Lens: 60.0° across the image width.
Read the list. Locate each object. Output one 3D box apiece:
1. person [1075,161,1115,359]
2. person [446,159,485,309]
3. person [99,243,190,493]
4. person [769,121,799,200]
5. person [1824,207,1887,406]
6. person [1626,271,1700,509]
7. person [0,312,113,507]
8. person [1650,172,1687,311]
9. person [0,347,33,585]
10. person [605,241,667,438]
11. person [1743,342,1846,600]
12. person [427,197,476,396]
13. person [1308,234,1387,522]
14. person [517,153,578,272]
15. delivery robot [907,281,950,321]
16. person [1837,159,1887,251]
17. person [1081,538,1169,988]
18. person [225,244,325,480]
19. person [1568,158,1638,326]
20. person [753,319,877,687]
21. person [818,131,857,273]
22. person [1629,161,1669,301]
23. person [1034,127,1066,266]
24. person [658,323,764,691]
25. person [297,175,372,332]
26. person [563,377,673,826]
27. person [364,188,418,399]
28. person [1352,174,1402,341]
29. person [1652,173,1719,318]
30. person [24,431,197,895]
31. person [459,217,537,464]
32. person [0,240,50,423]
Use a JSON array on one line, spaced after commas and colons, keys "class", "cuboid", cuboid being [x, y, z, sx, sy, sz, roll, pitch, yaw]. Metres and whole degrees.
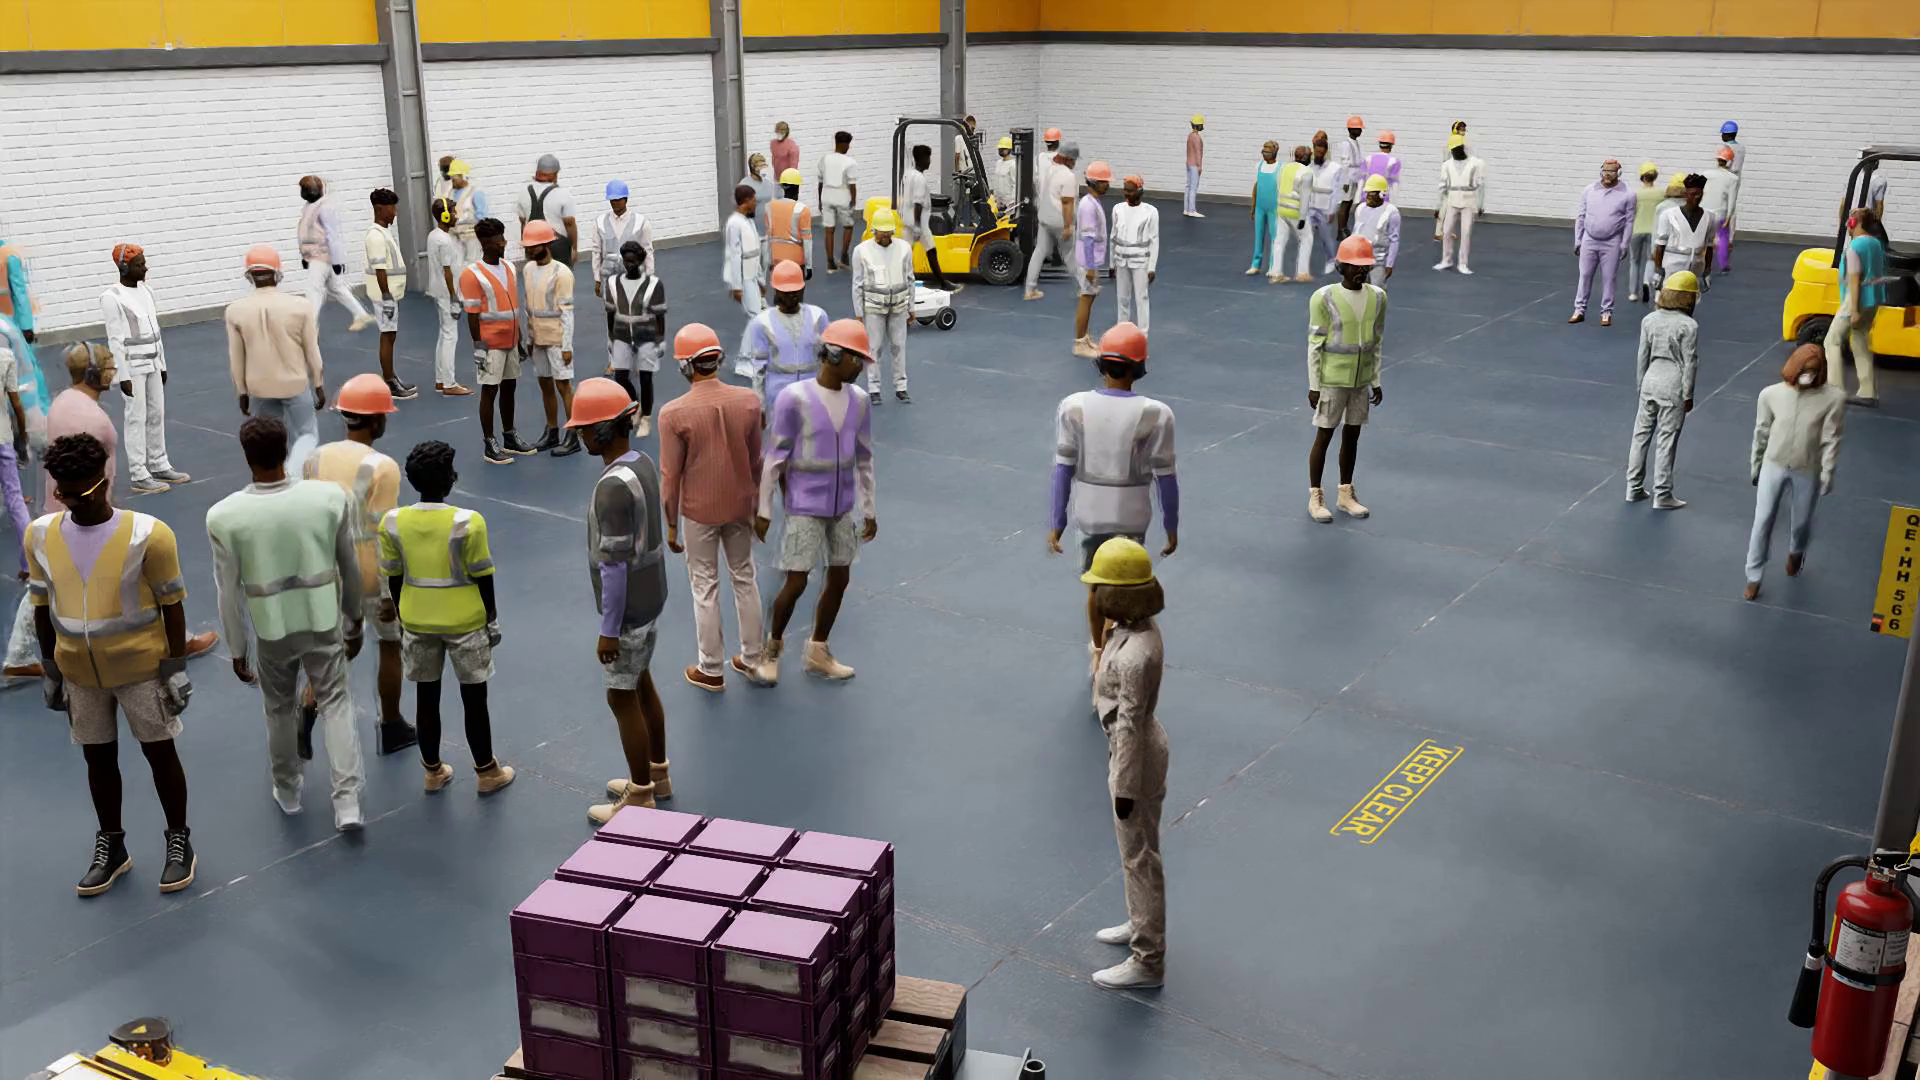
[{"class": "person", "cuboid": [1.409, -2.940, 17.452, 0.396, 2.038, 0.614, 2, 18, 8]}, {"class": "person", "cuboid": [-5.984, -3.743, 20.337, 0.602, 1.809, 0.700, 11, 21, 31]}, {"class": "person", "cuboid": [-6.199, -1.299, 12.591, 0.352, 1.879, 0.579, 2, 18, 6]}, {"class": "person", "cuboid": [-2.665, -5.569, 25.916, 0.661, 1.895, 0.683, -16, 24, -41]}, {"class": "person", "cuboid": [8.282, -2.141, 15.330, 0.579, 1.802, 0.638, -12, 21, -33]}, {"class": "person", "cuboid": [5.183, -1.100, 12.191, 0.311, 1.736, 0.483, -9, 20, -26]}, {"class": "person", "cuboid": [-6.552, -0.965, 11.531, 1.055, 1.892, 0.611, -13, 22, -34]}, {"class": "person", "cuboid": [8.311, -3.407, 19.402, 0.500, 1.730, 0.460, 3, 18, 10]}, {"class": "person", "cuboid": [-6.097, -0.589, 10.392, 0.501, 1.865, 0.335, -16, 23, -40]}, {"class": "person", "cuboid": [-2.748, -1.701, 14.141, 0.548, 1.684, 0.368, 1, 18, 3]}, {"class": "person", "cuboid": [5.198, -0.459, 10.382, 0.493, 1.602, 0.730, 10, 20, 29]}, {"class": "person", "cuboid": [-4.856, -2.296, 15.743, 0.340, 1.858, 0.504, -9, 20, -27]}, {"class": "person", "cuboid": [2.752, -1.144, 11.832, 0.607, 2.044, 0.376, -7, 19, -20]}, {"class": "person", "cuboid": [-4.632, -3.310, 18.609, 0.695, 2.000, 0.794, 7, 19, 21]}, {"class": "delivery robot", "cuboid": [-0.472, -2.715, 18.999, 0.707, 0.478, 0.477, -12, 21, -33]}, {"class": "person", "cuboid": [11.337, -3.964, 20.971, 0.506, 1.846, 0.348, 17, 24, 42]}, {"class": "person", "cuboid": [0.615, 0.825, 6.180, 0.363, 1.735, 0.486, 2, 18, 7]}, {"class": "person", "cuboid": [-4.825, -1.089, 11.759, 0.620, 1.974, 0.596, -2, 18, -6]}, {"class": "person", "cuboid": [7.421, -3.439, 19.229, 0.643, 1.909, 0.410, 10, 21, 30]}, {"class": "person", "cuboid": [-0.782, -0.186, 8.948, 0.755, 1.976, 0.429, -14, 22, -37]}, {"class": "person", "cuboid": [-1.707, -4.695, 23.096, 0.657, 1.934, 0.548, 4, 18, 13]}, {"class": "person", "cuboid": [8.498, -3.805, 20.631, 0.536, 1.741, 0.578, 5, 19, 17]}, {"class": "person", "cuboid": [1.309, -4.884, 23.693, 0.545, 1.942, 0.349, 15, 23, 39]}, {"class": "person", "cuboid": [-1.333, -0.173, 8.914, 0.613, 1.976, 0.434, -12, 21, -33]}, {"class": "person", "cuboid": [-7.097, -3.172, 18.578, 0.950, 1.806, 0.631, -12, 21, -34]}, {"class": "person", "cuboid": [-1.511, 0.280, 7.411, 0.410, 2.028, 0.623, 0, 18, 1]}, {"class": "person", "cuboid": [-5.363, -2.307, 15.606, 0.378, 1.958, 0.600, -5, 18, -15]}, {"class": "person", "cuboid": [4.503, -3.068, 18.188, 0.404, 1.834, 0.591, -13, 22, -36]}, {"class": "person", "cuboid": [7.370, -2.741, 16.949, 0.606, 1.966, 0.367, 0, 18, 1]}, {"class": "person", "cuboid": [-3.451, 0.513, 6.782, 0.603, 1.959, 0.376, -1, 18, -4]}, {"class": "person", "cuboid": [-3.722, -1.609, 13.409, 0.367, 1.967, 0.606, 7, 19, 22]}, {"class": "person", "cuboid": [-8.273, -1.912, 14.467, 0.718, 1.894, 0.456, 10, 20, 29]}]
